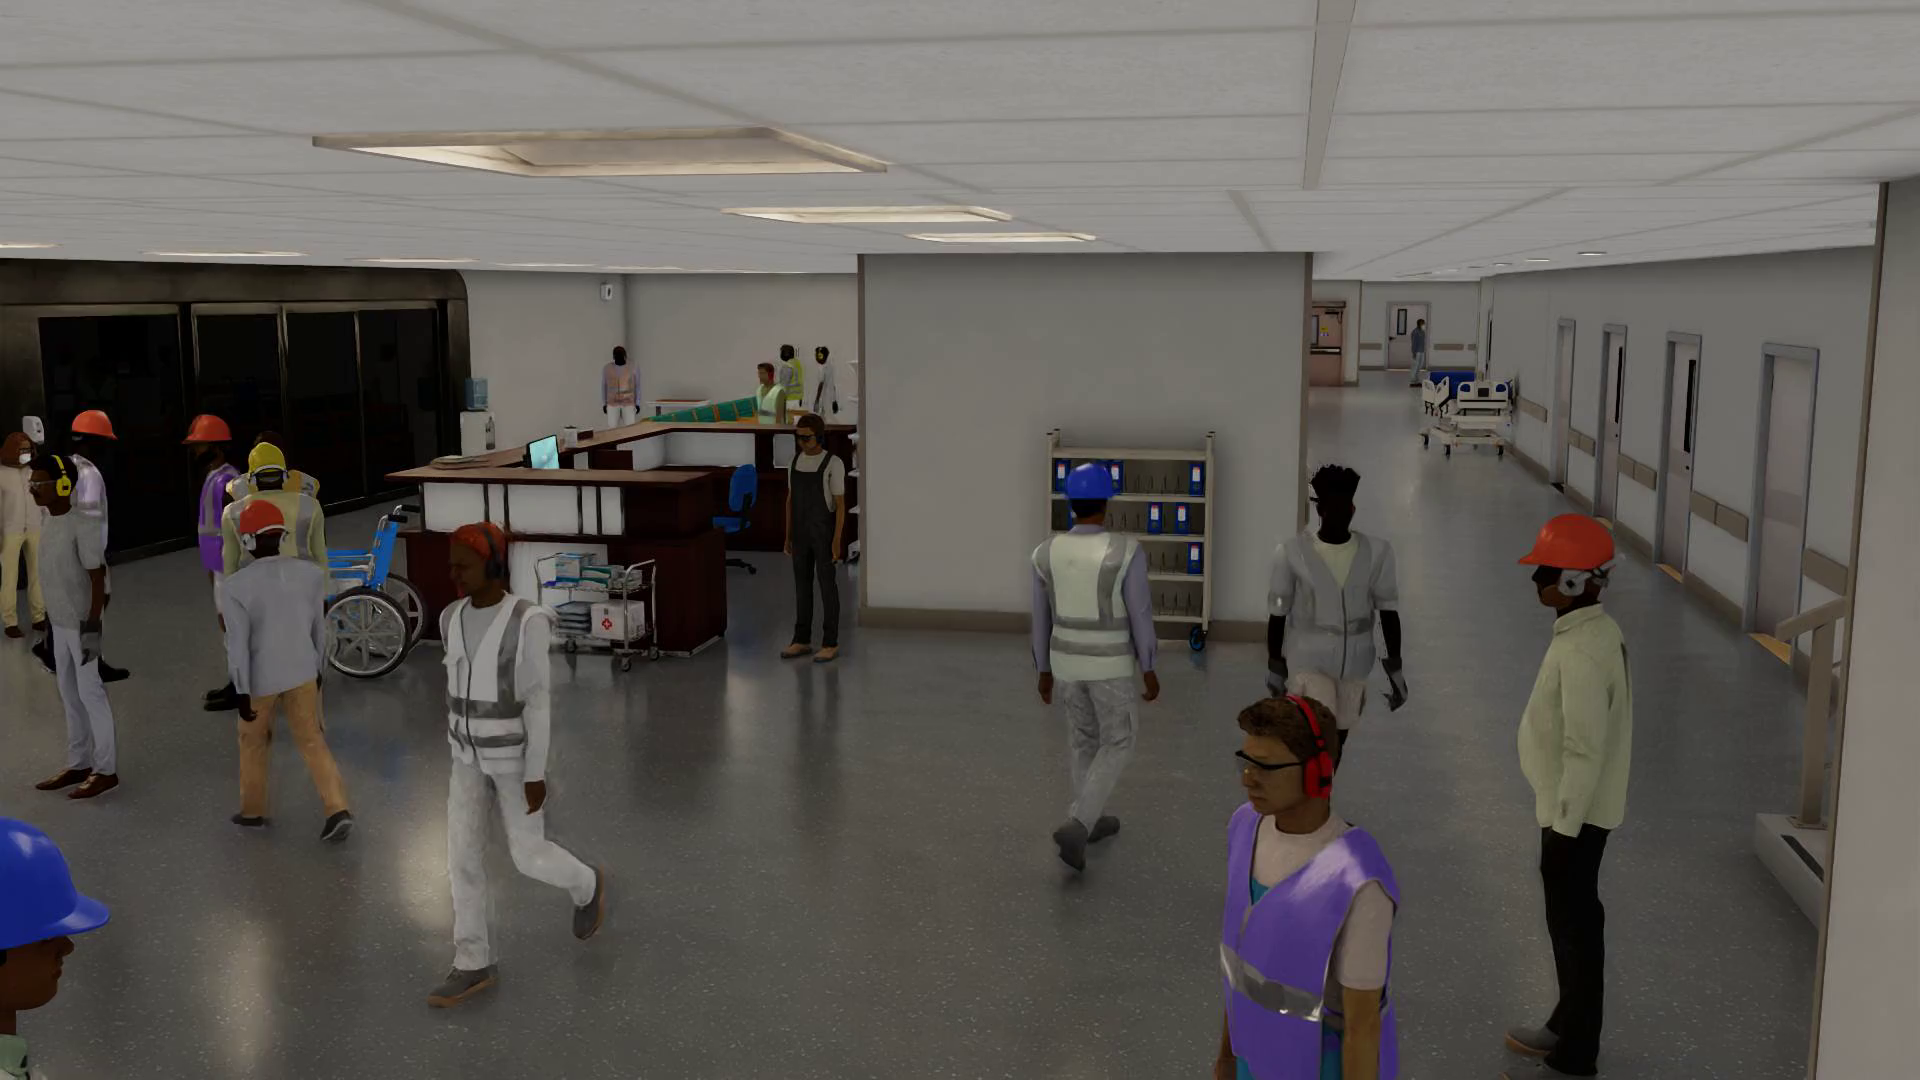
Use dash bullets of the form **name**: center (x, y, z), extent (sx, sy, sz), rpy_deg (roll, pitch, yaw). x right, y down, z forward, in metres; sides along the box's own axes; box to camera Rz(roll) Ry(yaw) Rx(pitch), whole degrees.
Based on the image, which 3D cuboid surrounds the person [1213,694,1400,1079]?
- **person**: center (0.797, 1.251, 3.866), extent (0.376, 1.834, 0.565), rpy_deg (-3, 9, -20)

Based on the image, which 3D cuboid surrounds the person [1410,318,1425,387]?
- **person**: center (12.869, -5.253, 46.720), extent (0.380, 1.930, 0.634), rpy_deg (7, 11, 41)

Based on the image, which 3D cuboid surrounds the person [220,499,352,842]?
- **person**: center (-3.365, 0.653, 8.269), extent (0.880, 1.718, 0.571), rpy_deg (7, 11, 39)

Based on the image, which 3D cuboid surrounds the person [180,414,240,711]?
- **person**: center (-4.844, 0.150, 10.875), extent (0.404, 1.930, 0.556), rpy_deg (-5, 10, -28)

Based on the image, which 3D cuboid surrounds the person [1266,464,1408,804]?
- **person**: center (1.796, 0.604, 7.876), extent (0.614, 1.912, 0.999), rpy_deg (-1, 9, -8)

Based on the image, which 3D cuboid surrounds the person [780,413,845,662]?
- **person**: center (-1.084, -0.021, 12.279), extent (0.504, 1.840, 0.345), rpy_deg (5, 10, 30)

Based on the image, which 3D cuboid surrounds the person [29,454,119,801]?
- **person**: center (-4.798, 0.464, 8.967), extent (0.514, 1.872, 0.332), rpy_deg (6, 11, 35)

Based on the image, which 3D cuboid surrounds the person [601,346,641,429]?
- **person**: center (-5.413, -2.175, 26.575), extent (0.624, 1.844, 0.430), rpy_deg (0, 9, -1)

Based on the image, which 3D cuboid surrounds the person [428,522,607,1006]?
- **person**: center (-1.772, 0.835, 6.566), extent (0.576, 1.857, 0.797), rpy_deg (4, 10, 27)

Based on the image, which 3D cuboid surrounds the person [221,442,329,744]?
- **person**: center (-4.130, 0.323, 10.070), extent (0.591, 1.826, 0.404), rpy_deg (-3, 9, -22)

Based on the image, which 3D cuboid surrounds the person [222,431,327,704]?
- **person**: center (-4.442, 0.209, 10.809), extent (0.622, 1.835, 0.431), rpy_deg (-5, 10, -31)

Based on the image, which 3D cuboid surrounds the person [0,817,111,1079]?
- **person**: center (-1.498, 1.383, 2.609), extent (0.404, 1.945, 0.615), rpy_deg (-8, 12, -43)

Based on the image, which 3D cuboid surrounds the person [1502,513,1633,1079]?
- **person**: center (2.064, 0.899, 5.666), extent (0.394, 1.992, 0.619), rpy_deg (4, 9, 23)

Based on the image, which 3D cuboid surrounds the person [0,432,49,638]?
- **person**: center (-7.408, -0.042, 13.151), extent (0.285, 1.627, 0.504), rpy_deg (5, 10, 32)

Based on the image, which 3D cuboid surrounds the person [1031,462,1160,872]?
- **person**: center (0.616, 0.591, 7.942), extent (0.626, 1.923, 0.831), rpy_deg (6, 11, 37)

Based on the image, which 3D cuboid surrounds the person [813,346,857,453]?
- **person**: center (-2.131, -2.271, 27.294), extent (0.959, 1.820, 0.576), rpy_deg (2, 9, 10)

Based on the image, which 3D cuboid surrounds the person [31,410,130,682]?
- **person**: center (-6.058, 0.062, 11.483), extent (0.565, 1.912, 0.581), rpy_deg (-8, 12, -43)
